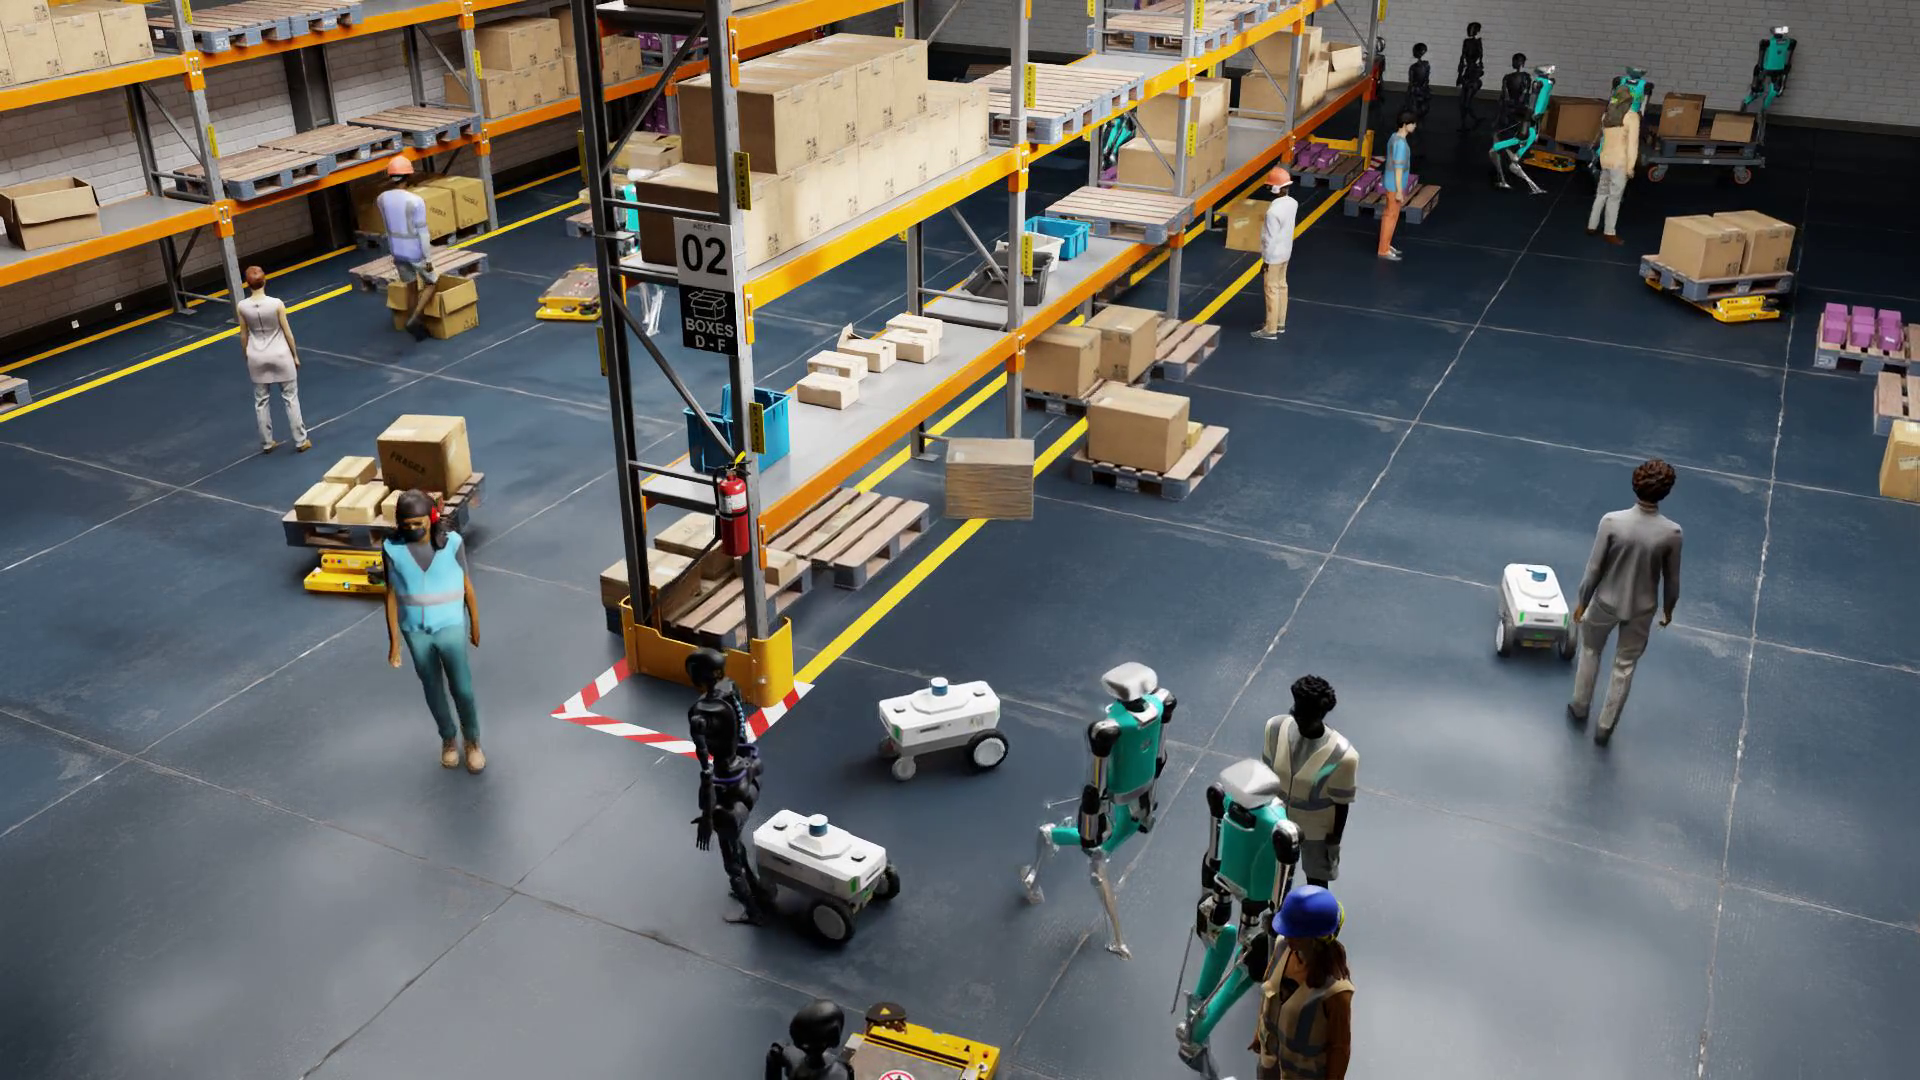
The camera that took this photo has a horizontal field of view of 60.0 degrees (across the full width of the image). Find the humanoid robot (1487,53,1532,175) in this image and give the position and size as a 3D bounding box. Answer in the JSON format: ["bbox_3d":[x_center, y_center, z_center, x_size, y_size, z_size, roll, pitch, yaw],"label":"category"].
[{"bbox_3d":[7.720,-5.932,23.190,0.590,1.648,0.392,-13,29,-25],"label":"humanoid robot"}]

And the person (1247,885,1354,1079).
[{"bbox_3d":[1.358,2.136,6.762,0.311,1.777,0.484,-14,29,-26],"label":"person"}]

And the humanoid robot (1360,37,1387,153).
[{"bbox_3d":[6.052,-6.523,24.358,0.338,1.645,0.603,18,32,32],"label":"humanoid robot"}]

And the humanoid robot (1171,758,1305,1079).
[{"bbox_3d":[1.106,1.863,7.405,0.712,1.832,0.557,-17,31,-30],"label":"humanoid robot"}]

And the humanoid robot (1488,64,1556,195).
[{"bbox_3d":[7.459,-5.447,22.130,0.928,1.767,0.542,20,33,35],"label":"humanoid robot"}]

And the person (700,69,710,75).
[{"bbox_3d":[-3.118,-5.176,21.497,0.927,1.808,0.575,-2,26,-5],"label":"person"}]

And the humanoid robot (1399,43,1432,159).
[{"bbox_3d":[6.577,-6.304,23.929,0.501,1.641,0.601,23,34,38],"label":"humanoid robot"}]

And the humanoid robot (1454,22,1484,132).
[{"bbox_3d":[7.858,-7.100,25.515,0.380,1.649,0.597,-7,27,-14],"label":"humanoid robot"}]

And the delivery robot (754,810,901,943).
[{"bbox_3d":[-0.745,1.743,8.921,0.777,0.581,0.499,16,30,28],"label":"delivery robot"}]

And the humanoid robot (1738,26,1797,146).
[{"bbox_3d":[12.018,-6.877,25.029,0.549,1.788,0.925,-1,26,-2],"label":"humanoid robot"}]

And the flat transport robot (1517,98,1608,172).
[{"bbox_3d":[8.836,-5.548,23.985,1.431,0.231,0.659,-19,32,-33],"label":"flat transport robot"}]

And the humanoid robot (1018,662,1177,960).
[{"bbox_3d":[0.602,1.297,8.518,0.545,1.774,0.949,-21,33,-36],"label":"humanoid robot"}]

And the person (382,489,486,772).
[{"bbox_3d":[-3.119,0.570,9.854,0.507,1.847,0.566,-5,27,-11],"label":"person"}]

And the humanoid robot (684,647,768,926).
[{"bbox_3d":[-1.196,1.288,8.606,0.377,1.643,0.616,6,27,13],"label":"humanoid robot"}]

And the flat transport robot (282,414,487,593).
[{"bbox_3d":[-4.407,-0.002,12.781,0.659,0.231,1.431,3,26,6],"label":"flat transport robot"}]

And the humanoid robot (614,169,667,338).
[{"bbox_3d":[-3.217,-3.028,17.274,0.571,1.780,0.884,3,27,7],"label":"humanoid robot"}]

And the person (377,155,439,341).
[{"bbox_3d":[-5.570,-2.904,16.791,0.536,1.915,0.506,9,28,17],"label":"person"}]

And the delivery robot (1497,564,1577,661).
[{"bbox_3d":[3.970,0.475,11.501,0.499,0.598,0.798,4,27,7],"label":"delivery robot"}]

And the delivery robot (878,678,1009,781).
[{"bbox_3d":[-0.098,1.123,10.198,0.782,0.603,0.499,-10,28,-19],"label":"delivery robot"}]

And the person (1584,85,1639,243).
[{"bbox_3d":[8.007,-4.563,20.229,0.370,1.852,0.686,-11,28,-21],"label":"person"}]

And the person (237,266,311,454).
[{"bbox_3d":[-5.946,-1.544,14.342,0.434,1.651,0.296,-4,27,-8],"label":"person"}]

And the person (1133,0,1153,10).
[{"bbox_3d":[3.167,-8.942,28.990,0.484,1.907,0.625,5,27,10],"label":"person"}]

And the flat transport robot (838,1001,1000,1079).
[{"bbox_3d":[-0.368,2.658,7.409,0.659,0.231,1.431,10,28,19],"label":"flat transport robot"}]

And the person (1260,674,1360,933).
[{"bbox_3d":[1.707,1.410,8.323,0.532,1.693,0.320,22,34,37],"label":"person"}]

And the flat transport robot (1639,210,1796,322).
[{"bbox_3d":[8.245,-2.711,18.254,0.659,0.231,1.431,-6,27,-12],"label":"flat transport robot"}]

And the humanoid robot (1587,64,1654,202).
[{"bbox_3d":[8.609,-5.295,21.807,0.579,1.775,0.679,20,33,35],"label":"humanoid robot"}]

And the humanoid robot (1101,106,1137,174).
[{"bbox_3d":[2.077,-5.541,22.445,0.545,1.897,0.761,23,35,39],"label":"humanoid robot"}]

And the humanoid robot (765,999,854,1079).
[{"bbox_3d":[-0.521,2.407,6.328,0.587,1.656,0.329,18,31,32],"label":"humanoid robot"}]

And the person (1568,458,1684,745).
[{"bbox_3d":[4.105,0.351,10.238,0.580,1.886,0.641,9,28,18],"label":"person"}]

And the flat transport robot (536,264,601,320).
[{"bbox_3d":[-4.115,-2.722,18.276,0.659,0.231,1.431,3,26,6],"label":"flat transport robot"}]

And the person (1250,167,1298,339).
[{"bbox_3d":[3.212,-2.939,17.040,0.341,1.748,0.571,16,30,29],"label":"person"}]

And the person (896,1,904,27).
[{"bbox_3d":[-0.945,-9.488,30.184,0.365,1.831,0.514,20,33,35],"label":"person"}]

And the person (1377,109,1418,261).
[{"bbox_3d":[5.121,-4.159,19.501,0.333,1.759,0.496,4,27,7],"label":"person"}]
